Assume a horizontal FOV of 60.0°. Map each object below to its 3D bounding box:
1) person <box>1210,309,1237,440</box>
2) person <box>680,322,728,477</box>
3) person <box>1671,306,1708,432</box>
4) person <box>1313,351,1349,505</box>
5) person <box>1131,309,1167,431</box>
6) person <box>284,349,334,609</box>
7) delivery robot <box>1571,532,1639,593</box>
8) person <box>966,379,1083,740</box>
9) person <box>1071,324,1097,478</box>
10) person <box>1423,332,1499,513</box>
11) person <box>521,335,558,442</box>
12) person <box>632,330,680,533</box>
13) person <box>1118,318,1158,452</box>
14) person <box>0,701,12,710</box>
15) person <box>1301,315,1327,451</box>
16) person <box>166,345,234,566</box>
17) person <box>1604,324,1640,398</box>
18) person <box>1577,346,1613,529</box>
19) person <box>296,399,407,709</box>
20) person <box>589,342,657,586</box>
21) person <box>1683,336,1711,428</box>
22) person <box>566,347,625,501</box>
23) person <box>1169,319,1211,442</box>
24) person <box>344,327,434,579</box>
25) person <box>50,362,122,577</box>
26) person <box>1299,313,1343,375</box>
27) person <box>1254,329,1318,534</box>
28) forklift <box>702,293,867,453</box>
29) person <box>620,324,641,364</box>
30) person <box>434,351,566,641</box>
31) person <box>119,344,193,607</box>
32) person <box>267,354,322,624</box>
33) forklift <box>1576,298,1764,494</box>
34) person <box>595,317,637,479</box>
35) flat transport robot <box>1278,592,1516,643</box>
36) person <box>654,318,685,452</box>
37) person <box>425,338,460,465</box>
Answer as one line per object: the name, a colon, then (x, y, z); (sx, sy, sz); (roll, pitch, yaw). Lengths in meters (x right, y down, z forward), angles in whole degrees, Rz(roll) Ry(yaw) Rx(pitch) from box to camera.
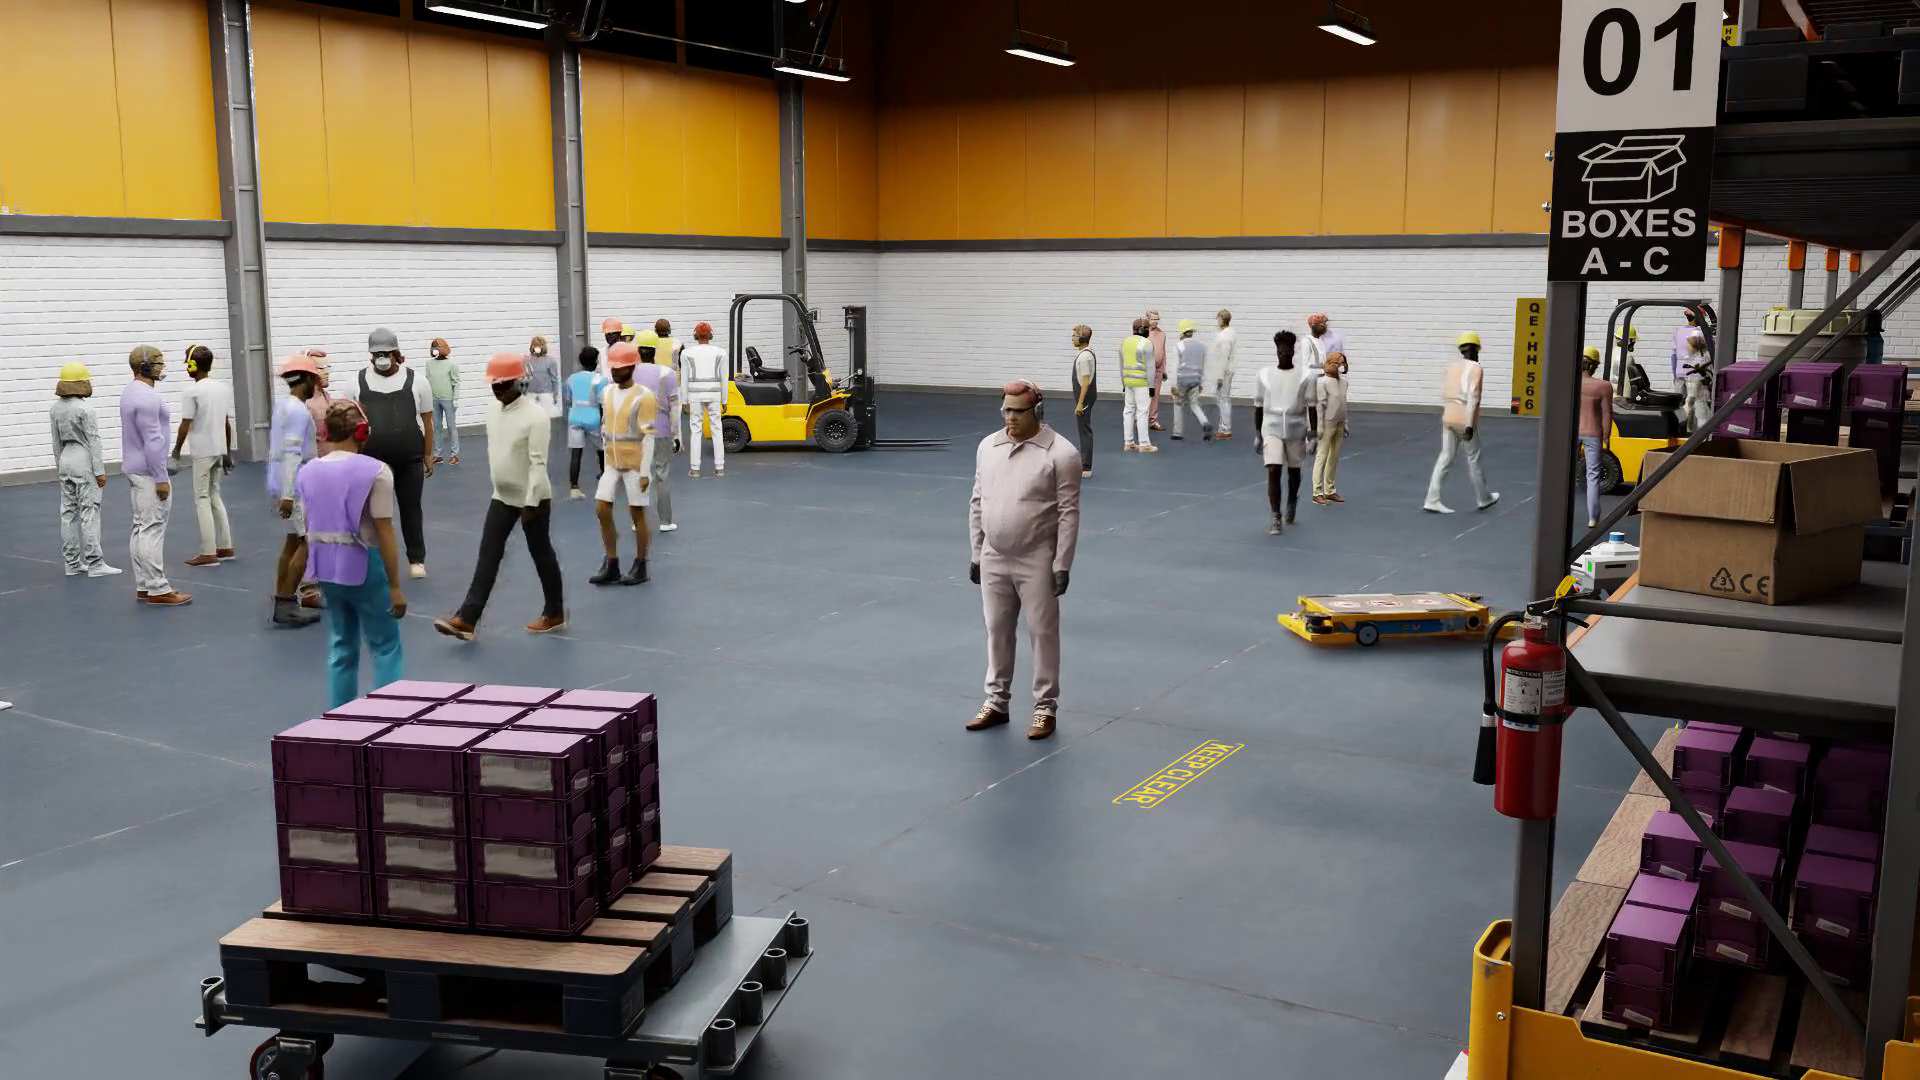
person: (3.897, -2.434, 24.591); (0.372, 1.925, 0.671); (2, 9, 13)
person: (-3.091, -1.696, 20.141); (0.572, 1.876, 0.355); (-2, 9, -15)
person: (10.458, -2.368, 23.793); (0.392, 2.040, 0.615); (-3, 10, -17)
person: (3.976, -1.198, 17.765); (0.507, 1.632, 0.268); (-8, 12, -41)
person: (2.975, -2.644, 25.962); (0.639, 1.904, 0.409); (-5, 11, -30)
person: (-4.727, -0.457, 12.288); (0.408, 1.906, 0.652); (0, 9, -1)
delivery robot: (4.798, 0.188, 12.178); (0.707, 0.478, 0.477); (-3, 10, -16)
person: (0.316, 0.099, 8.835); (0.641, 1.905, 0.410); (5, 11, 30)
person: (1.477, -1.672, 20.066); (0.343, 1.846, 0.507); (1, 9, 8)
person: (5.206, -1.202, 17.108); (0.975, 1.851, 0.659); (-4, 10, -22)
person: (-5.735, -1.989, 22.727); (0.522, 1.616, 0.416); (0, 9, 2)
person: (-2.948, -1.025, 15.769); (0.594, 1.926, 0.366); (0, 9, -3)
person: (2.476, -2.132, 22.966); (0.430, 1.840, 0.619); (-7, 11, -37)
person: (-5.609, 0.159, 9.279); (0.510, 1.639, 0.308); (6, 11, 32)
person: (4.924, -2.181, 23.119); (0.354, 1.884, 0.576); (6, 11, 33)
person: (-6.367, -0.699, 13.954); (0.408, 1.865, 0.536); (2, 9, 12)
person: (8.294, -1.789, 20.883); (0.404, 1.824, 0.586); (0, 9, -3)
person: (6.027, -0.989, 16.082); (0.524, 1.758, 0.337); (5, 11, 30)
person: (-3.029, 0.214, 8.331); (0.612, 1.831, 0.445); (4, 10, 21)
person: (-2.661, -0.575, 12.962); (0.580, 1.922, 0.602); (5, 11, 31)
person: (9.843, -1.939, 22.424); (0.721, 1.604, 0.533); (2, 9, 13)
person: (-4.015, -1.275, 18.144); (0.549, 1.648, 0.846); (3, 10, 20)
person: (3.339, -2.302, 24.130); (0.592, 1.808, 0.692); (-5, 10, -27)
person: (-4.557, -0.686, 13.300); (0.688, 2.000, 0.536); (-3, 10, -17)
person: (-7.129, -0.570, 13.508); (0.487, 1.744, 0.296); (4, 10, 22)
person: (5.166, -2.320, 23.985); (0.676, 1.893, 0.581); (5, 10, 29)
person: (3.122, -1.053, 15.937); (0.617, 1.935, 0.900); (2, 9, 12)
forklift: (-2.458, -2.344, 23.176); (2.313, 2.155, 1.214); (0, 9, -2)
person: (-4.567, -2.082, 22.871); (0.522, 1.769, 0.318); (4, 10, 25)
person: (-3.018, -0.271, 11.023); (0.628, 1.934, 1.028); (6, 11, 33)
person: (-5.987, -0.475, 12.304); (0.375, 1.940, 0.627); (-7, 11, -36)
person: (-4.678, -0.362, 11.743); (0.506, 1.890, 0.575); (-6, 11, -35)
forklift: (7.954, -1.589, 18.462); (2.313, 2.155, 1.214); (5, 11, 30)
person: (-4.108, -1.677, 19.810); (0.545, 1.938, 0.361); (2, 9, 14)
flat transport robot: (2.952, 0.519, 11.290); (1.431, 0.197, 0.652); (-1, 9, -9)
person: (-4.051, -2.111, 22.862); (0.629, 1.849, 0.429); (-1, 9, -4)
person: (-6.674, -1.785, 21.429); (0.500, 1.633, 0.282); (3, 9, 16)
